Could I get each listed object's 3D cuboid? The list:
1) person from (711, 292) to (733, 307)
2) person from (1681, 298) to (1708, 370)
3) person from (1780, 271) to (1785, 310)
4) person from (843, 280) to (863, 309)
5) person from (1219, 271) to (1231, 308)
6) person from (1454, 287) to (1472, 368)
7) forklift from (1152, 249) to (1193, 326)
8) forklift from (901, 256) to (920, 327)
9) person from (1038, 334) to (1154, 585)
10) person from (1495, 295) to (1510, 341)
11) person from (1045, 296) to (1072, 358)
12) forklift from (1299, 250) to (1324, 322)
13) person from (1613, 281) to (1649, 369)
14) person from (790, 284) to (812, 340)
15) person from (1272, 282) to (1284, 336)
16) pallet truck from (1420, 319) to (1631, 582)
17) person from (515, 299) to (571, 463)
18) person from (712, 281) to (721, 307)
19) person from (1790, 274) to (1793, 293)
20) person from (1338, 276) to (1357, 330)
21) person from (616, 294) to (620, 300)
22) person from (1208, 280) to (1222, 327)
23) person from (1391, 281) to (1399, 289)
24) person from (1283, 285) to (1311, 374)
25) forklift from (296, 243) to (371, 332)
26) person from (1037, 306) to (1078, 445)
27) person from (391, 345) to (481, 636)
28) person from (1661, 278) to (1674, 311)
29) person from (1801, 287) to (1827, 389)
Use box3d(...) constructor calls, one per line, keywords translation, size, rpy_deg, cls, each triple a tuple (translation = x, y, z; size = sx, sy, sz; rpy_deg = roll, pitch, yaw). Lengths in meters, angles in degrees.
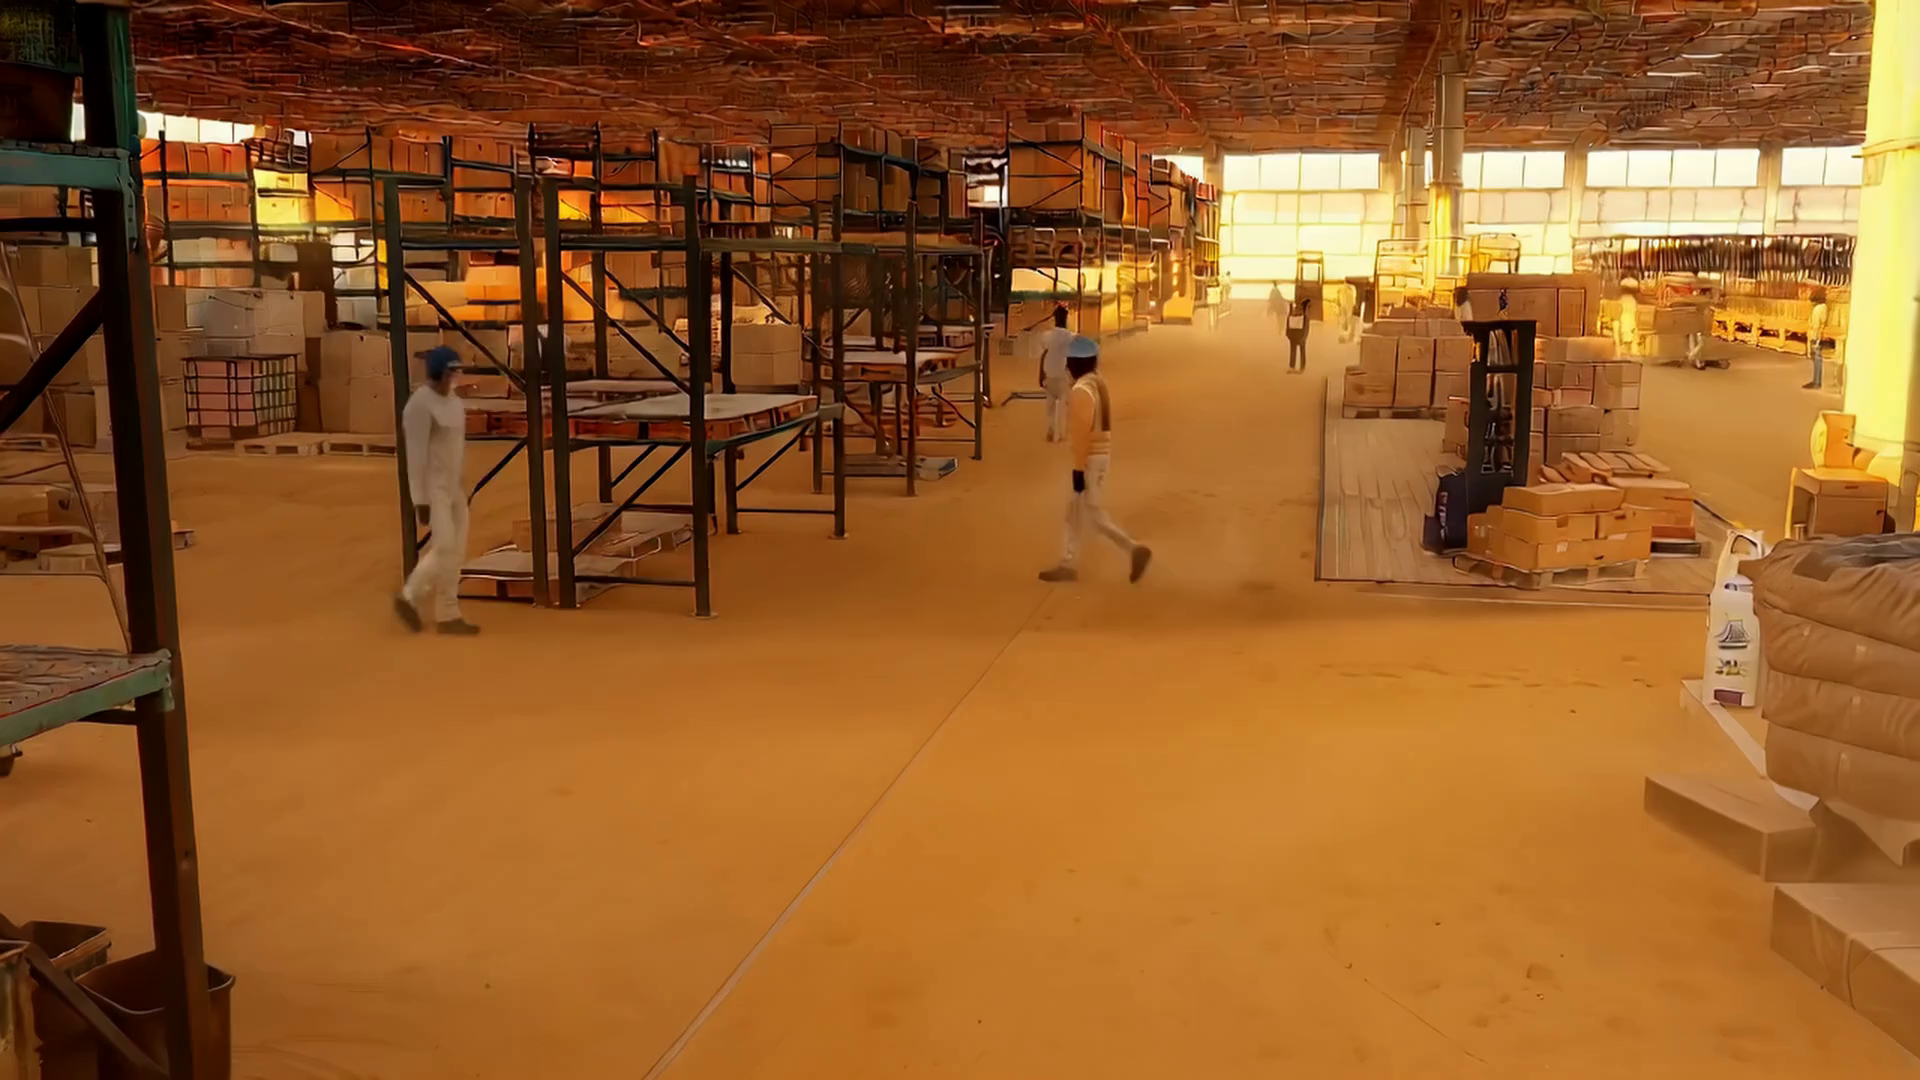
box3d(translation=(-6.165, -5.722, 42.963), size=(0.632, 1.924, 0.636), rpy_deg=(-2, 10, -14), cls="person")
box3d(translation=(16.443, -4.588, 37.110), size=(0.489, 1.617, 0.501), rpy_deg=(2, 10, 10), cls="person")
box3d(translation=(39.478, -12.009, 79.791), size=(0.376, 2.041, 0.615), rpy_deg=(1, 10, 9), cls="person")
box3d(translation=(-2.689, -5.599, 42.109), size=(0.635, 1.962, 0.841), rpy_deg=(4, 10, 20), cls="person")
box3d(translation=(13.555, -12.826, 85.090), size=(0.645, 1.902, 0.873), rpy_deg=(-2, 10, -11), cls="person")
box3d(translation=(9.828, -4.044, 32.958), size=(0.971, 1.921, 0.634), rpy_deg=(3, 10, 17), cls="person")
box3d(translation=(7.646, -9.320, 61.395), size=(1.873, 2.768, 1.129), rpy_deg=(2, 10, 11), cls="forklift")
box3d(translation=(-1.628, -5.495, 38.746), size=(1.129, 2.768, 1.873), rpy_deg=(2, 10, 12), cls="forklift")
box3d(translation=(1.035, -0.594, 12.577), size=(0.844, 1.919, 0.617), rpy_deg=(3, 10, 15), cls="person")
box3d(translation=(11.750, -4.450, 36.055), size=(0.319, 1.695, 0.536), rpy_deg=(3, 10, 15), cls="person")
box3d(translation=(2.456, -5.043, 39.854), size=(0.769, 1.610, 0.511), rpy_deg=(3, 10, 19), cls="person")
box3d(translation=(13.778, -10.002, 65.433), size=(1.129, 2.768, 1.873), rpy_deg=(2, 10, 12), cls="forklift")
box3d(translation=(15.050, -4.858, 37.586), size=(0.997, 2.007, 0.623), rpy_deg=(4, 10, 20), cls="person")
box3d(translation=(-3.597, -4.922, 38.137), size=(0.636, 1.939, 0.365), rpy_deg=(-7, 12, -38), cls="person")
box3d(translation=(10.355, -7.504, 54.073), size=(0.494, 1.725, 0.558), rpy_deg=(9, 13, 42), cls="person")
box3d(translation=(4.543, -0.757, 13.299), size=(0.823, 1.965, 1.885), rpy_deg=(-4, 10, -22), cls="pallet truck")
box3d(translation=(-5.038, -1.922, 20.067), size=(0.693, 2.000, 0.731), rpy_deg=(-8, 12, -38), cls="person")
box3d(translation=(-5.988, -5.479, 41.466), size=(0.423, 1.920, 0.552), rpy_deg=(2, 10, 9), cls="person")
box3d(translation=(43.907, -13.196, 87.804), size=(0.858, 1.707, 0.594), rpy_deg=(3, 10, 17), cls="person")
box3d(translation=(13.625, -8.335, 58.483), size=(0.655, 1.891, 0.528), rpy_deg=(3, 10, 15), cls="person")
box3d(translation=(-8.435, -5.240, 40.928), size=(0.522, 1.631, 0.317), rpy_deg=(0, 10, -1), cls="person")
box3d(translation=(9.379, -8.709, 61.195), size=(0.535, 1.728, 0.816), rpy_deg=(2, 10, 10), cls="person")
box3d(translation=(21.866, -12.421, 83.410), size=(0.522, 1.645, 0.305), rpy_deg=(2, 10, 9), cls="person")
box3d(translation=(7.336, -4.567, 36.094), size=(0.391, 1.919, 0.590), rpy_deg=(-8, 12, -39), cls="person")
box3d(translation=(-13.930, -5.065, 36.196), size=(1.873, 2.768, 1.129), rpy_deg=(2, 10, 12), cls="forklift")
box3d(translation=(1.347, -2.221, 22.415), size=(0.575, 1.843, 0.749), rpy_deg=(1, 10, 8), cls="person")
box3d(translation=(-3.406, -0.305, 10.838), size=(0.486, 1.921, 0.637), rpy_deg=(2, 10, 11), cls="person")
box3d(translation=(24.684, -8.222, 58.046), size=(0.403, 1.817, 0.601), rpy_deg=(8, 12, 38), cls="person")
box3d(translation=(16.375, -3.862, 31.862), size=(0.373, 1.934, 0.551), rpy_deg=(3, 10, 19), cls="person")
